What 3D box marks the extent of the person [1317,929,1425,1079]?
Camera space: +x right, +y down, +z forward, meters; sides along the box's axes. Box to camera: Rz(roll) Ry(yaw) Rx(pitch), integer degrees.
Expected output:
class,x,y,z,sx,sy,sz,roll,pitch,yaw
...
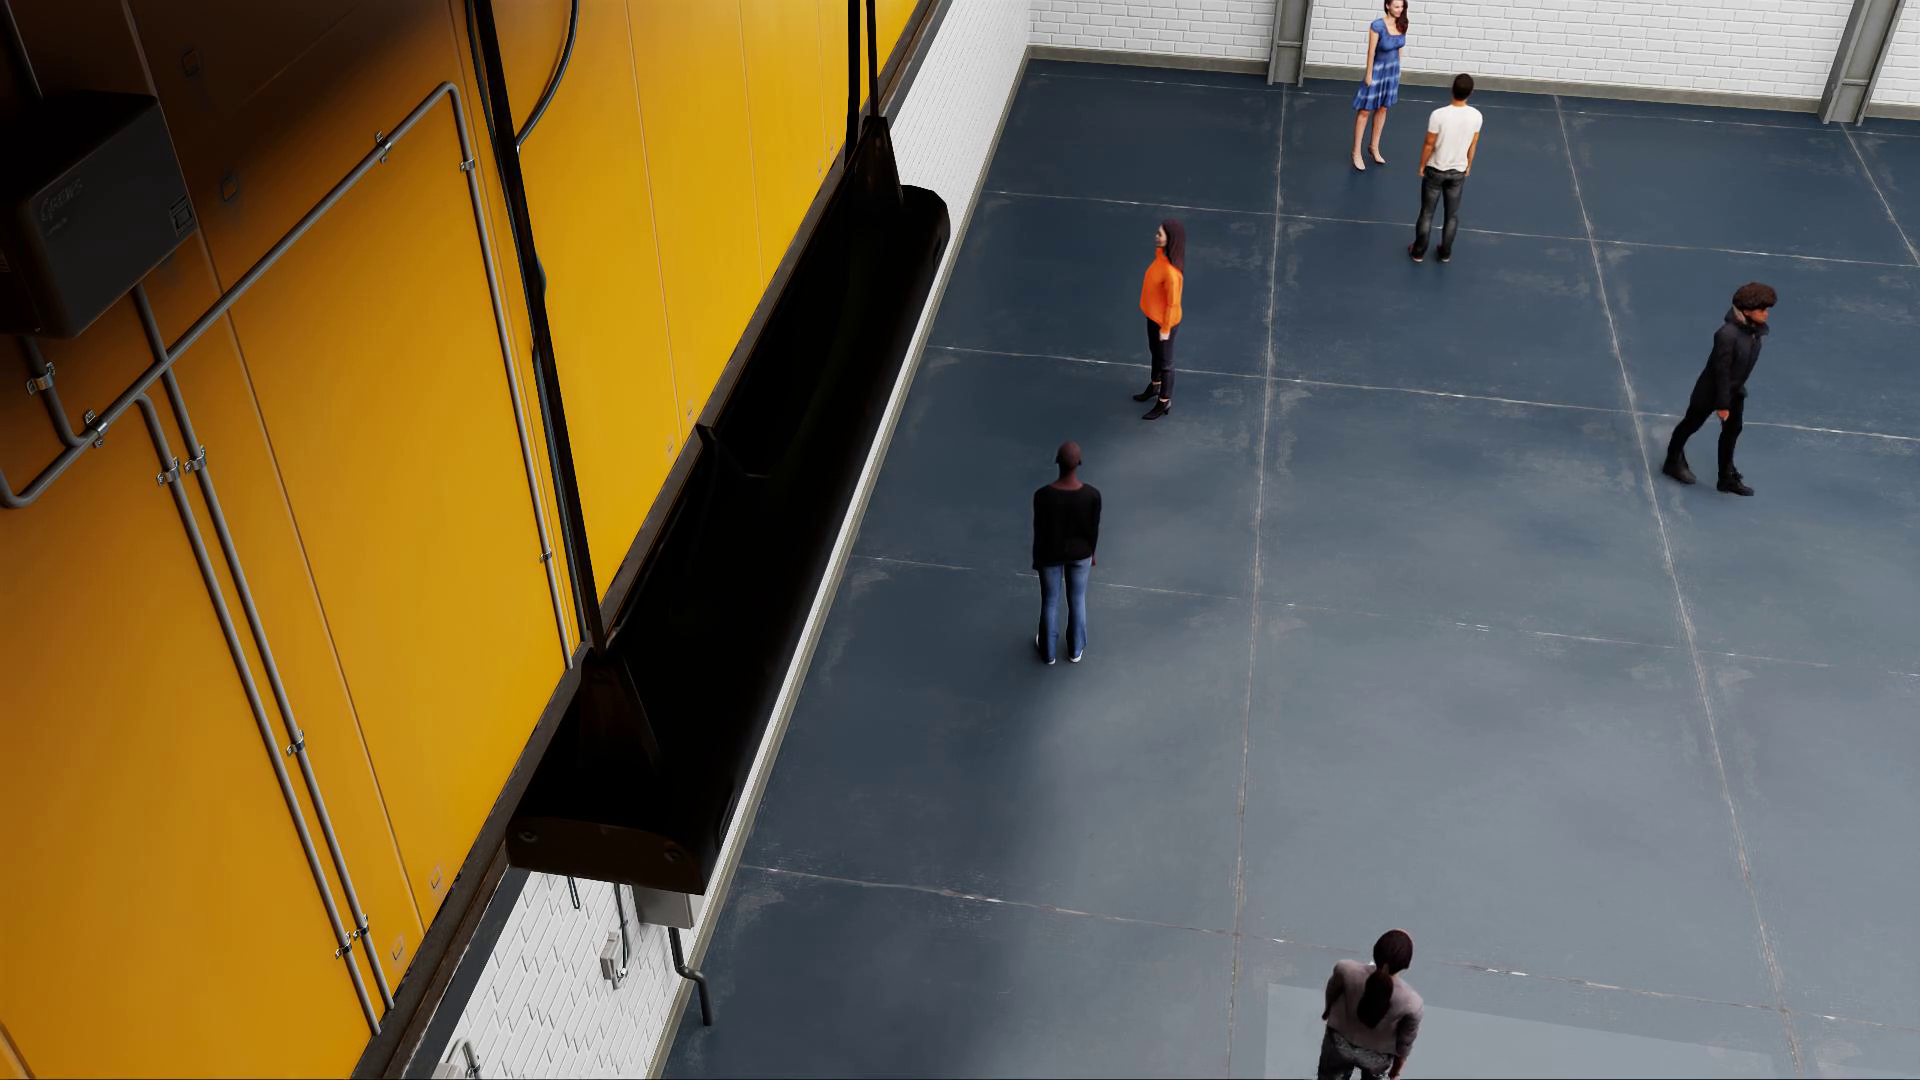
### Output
class,x,y,z,sx,sy,sz,roll,pitch,yaw
person,1.876,2.510,7.983,1.112,1.636,0.907,18,42,21

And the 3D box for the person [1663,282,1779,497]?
class,x,y,z,sx,sy,sz,roll,pitch,yaw
person,5.653,-1.190,12.524,0.983,1.750,1.036,-23,44,-26

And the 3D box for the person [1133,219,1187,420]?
class,x,y,z,sx,sy,sz,roll,pitch,yaw
person,1.622,-1.770,13.252,0.648,1.748,0.678,-4,39,-5

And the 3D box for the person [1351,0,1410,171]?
class,x,y,z,sx,sy,sz,roll,pitch,yaw
person,4.257,-4.648,16.810,0.738,1.805,0.819,-19,43,-23

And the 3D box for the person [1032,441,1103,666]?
class,x,y,z,sx,sy,sz,roll,pitch,yaw
person,0.688,0.098,10.912,0.547,1.750,0.701,-2,39,-3

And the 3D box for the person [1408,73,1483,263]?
class,x,y,z,sx,sy,sz,roll,pitch,yaw
person,4.457,-3.401,15.251,0.530,1.802,0.726,-1,39,-1
